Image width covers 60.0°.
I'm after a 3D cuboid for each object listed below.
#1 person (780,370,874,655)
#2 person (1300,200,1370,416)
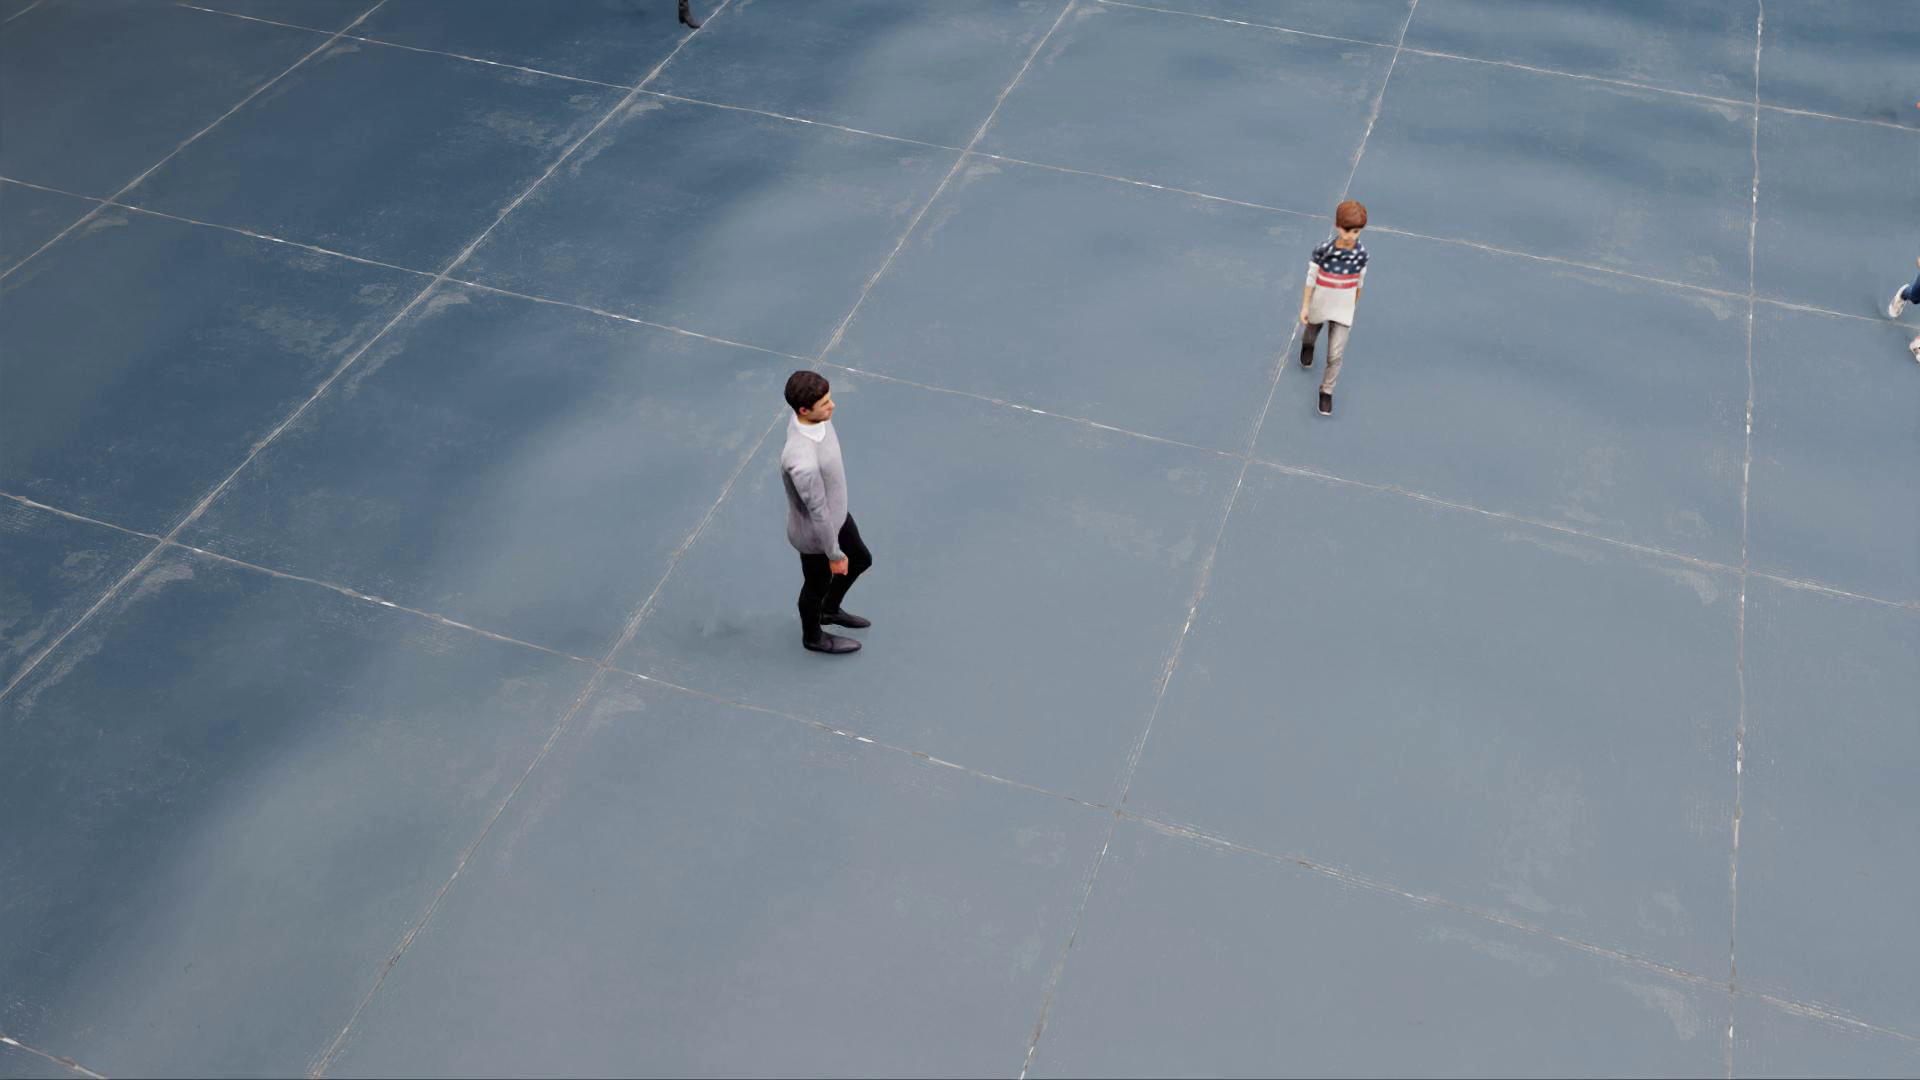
[{"bbox_3d":[-0.825,-0.102,8.781,0.727,1.910,0.796,5,43,5],"label":"person"},{"bbox_3d":[2.378,-1.561,10.706,0.904,1.416,0.677,7,44,8],"label":"person"}]
